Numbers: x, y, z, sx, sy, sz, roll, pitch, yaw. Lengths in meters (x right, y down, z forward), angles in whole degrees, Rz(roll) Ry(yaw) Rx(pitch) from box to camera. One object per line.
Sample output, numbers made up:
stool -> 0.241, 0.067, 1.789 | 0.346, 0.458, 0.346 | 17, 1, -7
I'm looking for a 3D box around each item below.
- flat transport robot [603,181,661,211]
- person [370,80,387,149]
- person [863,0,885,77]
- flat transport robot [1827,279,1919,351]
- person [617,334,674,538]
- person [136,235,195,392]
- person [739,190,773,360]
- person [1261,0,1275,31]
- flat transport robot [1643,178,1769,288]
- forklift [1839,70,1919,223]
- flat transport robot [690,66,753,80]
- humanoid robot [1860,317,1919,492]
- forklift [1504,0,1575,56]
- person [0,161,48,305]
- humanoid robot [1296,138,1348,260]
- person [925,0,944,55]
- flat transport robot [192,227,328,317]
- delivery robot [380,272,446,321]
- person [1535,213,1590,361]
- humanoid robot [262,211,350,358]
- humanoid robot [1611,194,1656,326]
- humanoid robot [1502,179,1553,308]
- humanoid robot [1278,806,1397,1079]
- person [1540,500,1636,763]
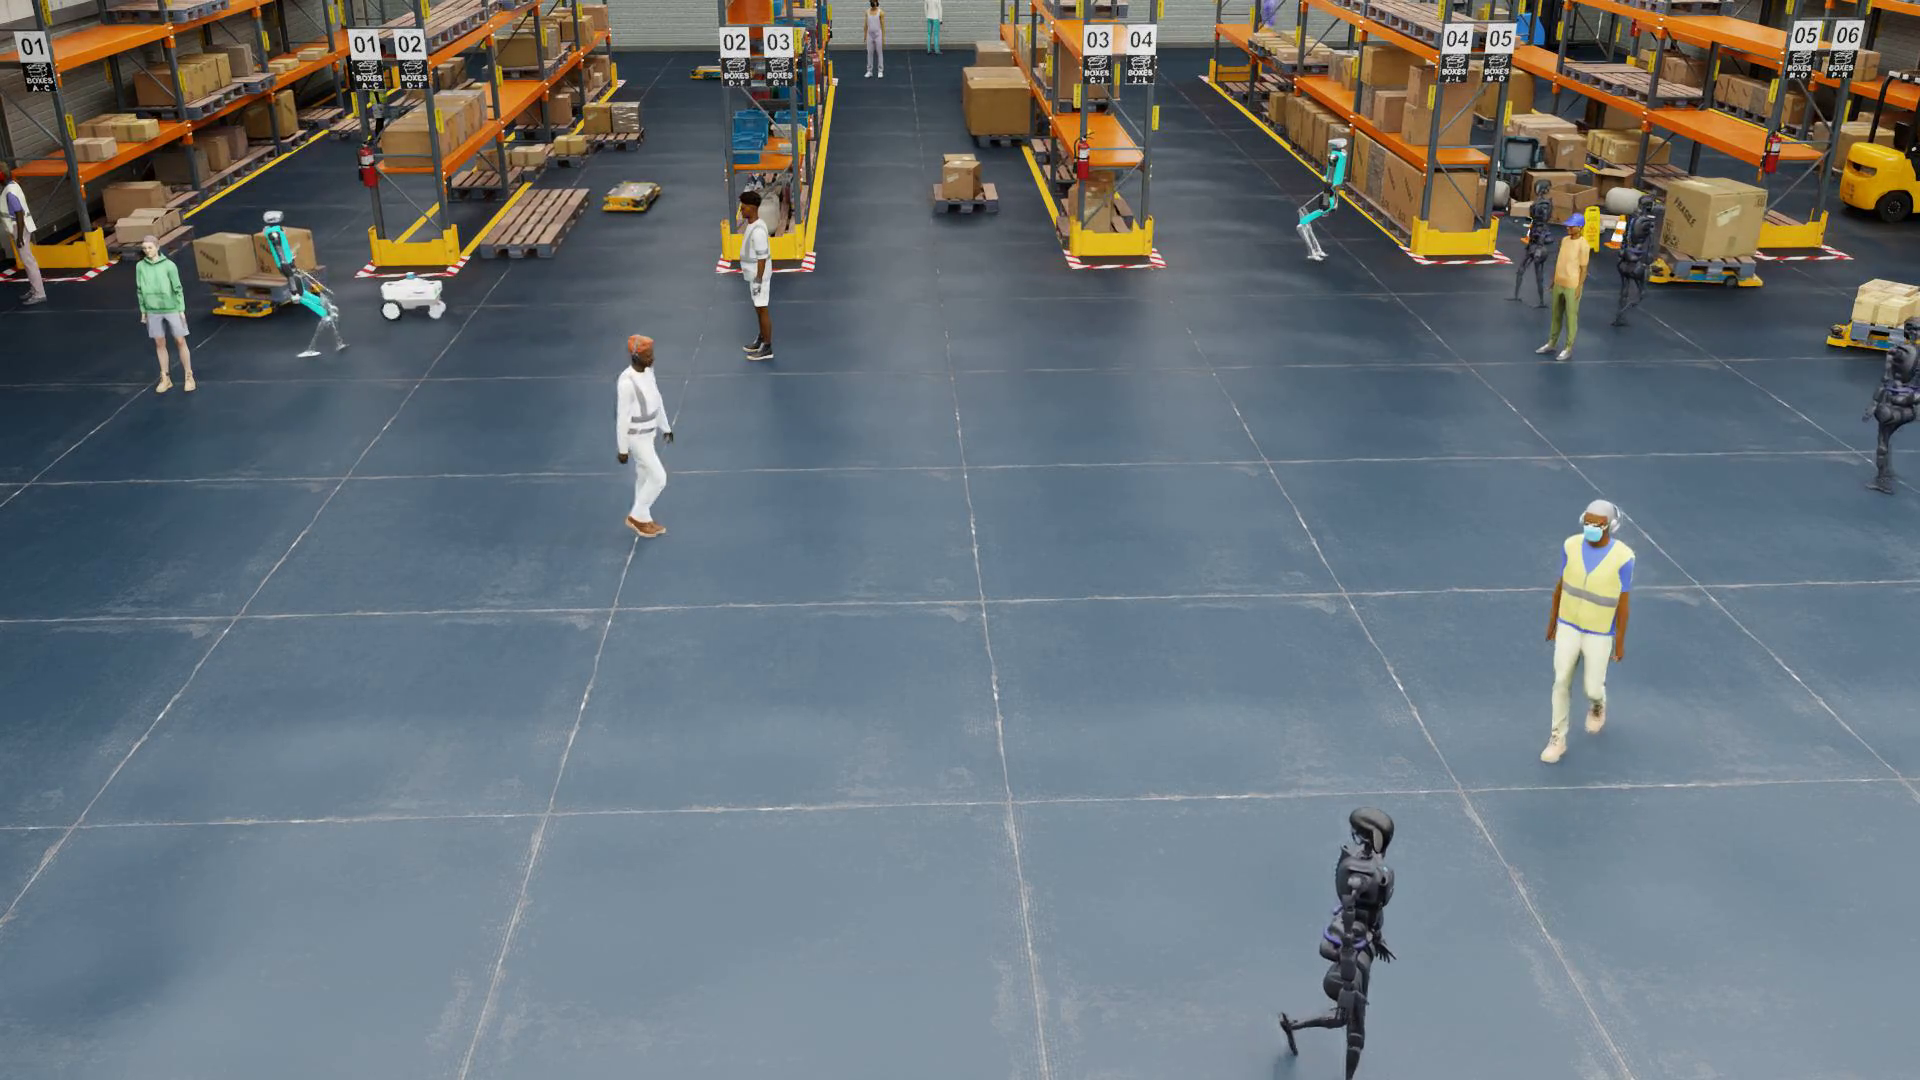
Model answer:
flat transport robot -> -5.326, -5.577, 27.004 | 0.659, 0.231, 1.431 | 1, 24, 1
person -> -10.874, -8.200, 31.152 | 0.322, 1.690, 0.532 | -4, 24, -8
person -> -2.024, -11.843, 39.123 | 0.524, 1.862, 0.376 | 5, 25, 11
flat transport robot -> 11.172, -2.377, 19.814 | 1.431, 0.231, 0.659 | 15, 28, 30
person -> -2.756, -0.896, 14.516 | 0.446, 1.868, 0.594 | 3, 24, 6
person -> -8.732, -2.488, 18.251 | 0.472, 1.743, 0.348 | -3, 24, -7
person -> -2.366, -3.079, 19.306 | 0.367, 1.966, 0.601 | -5, 24, -11
person -> 7.559, -12.788, 41.341 | 0.531, 1.783, 0.607 | -4, 24, -9
flat transport robot -> 10.113, -3.651, 22.676 | 1.431, 0.231, 0.659 | 4, 24, 9
forklift -> 15.132, -6.143, 25.915 | 2.313, 2.155, 1.214 | -1, 24, -2
flat transport robot -> -5.630, -11.034, 39.265 | 1.431, 0.231, 0.659 | -1, 24, -2
humanoid robot -> 8.781, -1.275, 15.611 | 0.617, 1.646, 0.353 | -9, 26, -19
forklift -> 14.700, -13.805, 42.301 | 1.873, 2.768, 1.129 | -1, 24, -2
person -> -12.123, -3.963, 21.449 | 0.390, 1.836, 0.565 | -13, 27, -28
humanoid robot -> 5.014, -4.796, 23.312 | 0.708, 1.692, 0.530 | 13, 27, 27
person -> -0.670, -13.366, 42.661 | 0.524, 1.771, 0.302 | 17, 29, 33
flat transport robot -> -8.982, -3.179, 21.616 | 0.659, 0.231, 1.431 | 6, 25, 13
delivery robot -> -6.952, -3.079, 21.062 | 0.815, 0.614, 0.499 | -2, 24, -4
person -> 7.027, -2.941, 19.295 | 0.358, 1.716, 0.450 | -11, 26, -23
humanoid robot -> -7.549, -2.951, 19.373 | 0.874, 1.822, 0.534 | -9, 26, -20
humanoid robot -> 8.283, -3.440, 20.470 | 0.353, 1.653, 0.615 | -6, 25, -14
humanoid robot -> 7.329, -3.783, 21.252 | 0.588, 1.643, 0.609 | 2, 24, 4
humanoid robot -> 1.875, 2.023, 8.206 | 0.561, 1.632, 0.585 | 12, 27, 25
person -> 4.224, 0.596, 11.157 | 0.553, 1.880, 0.586 | 20, 31, 37
